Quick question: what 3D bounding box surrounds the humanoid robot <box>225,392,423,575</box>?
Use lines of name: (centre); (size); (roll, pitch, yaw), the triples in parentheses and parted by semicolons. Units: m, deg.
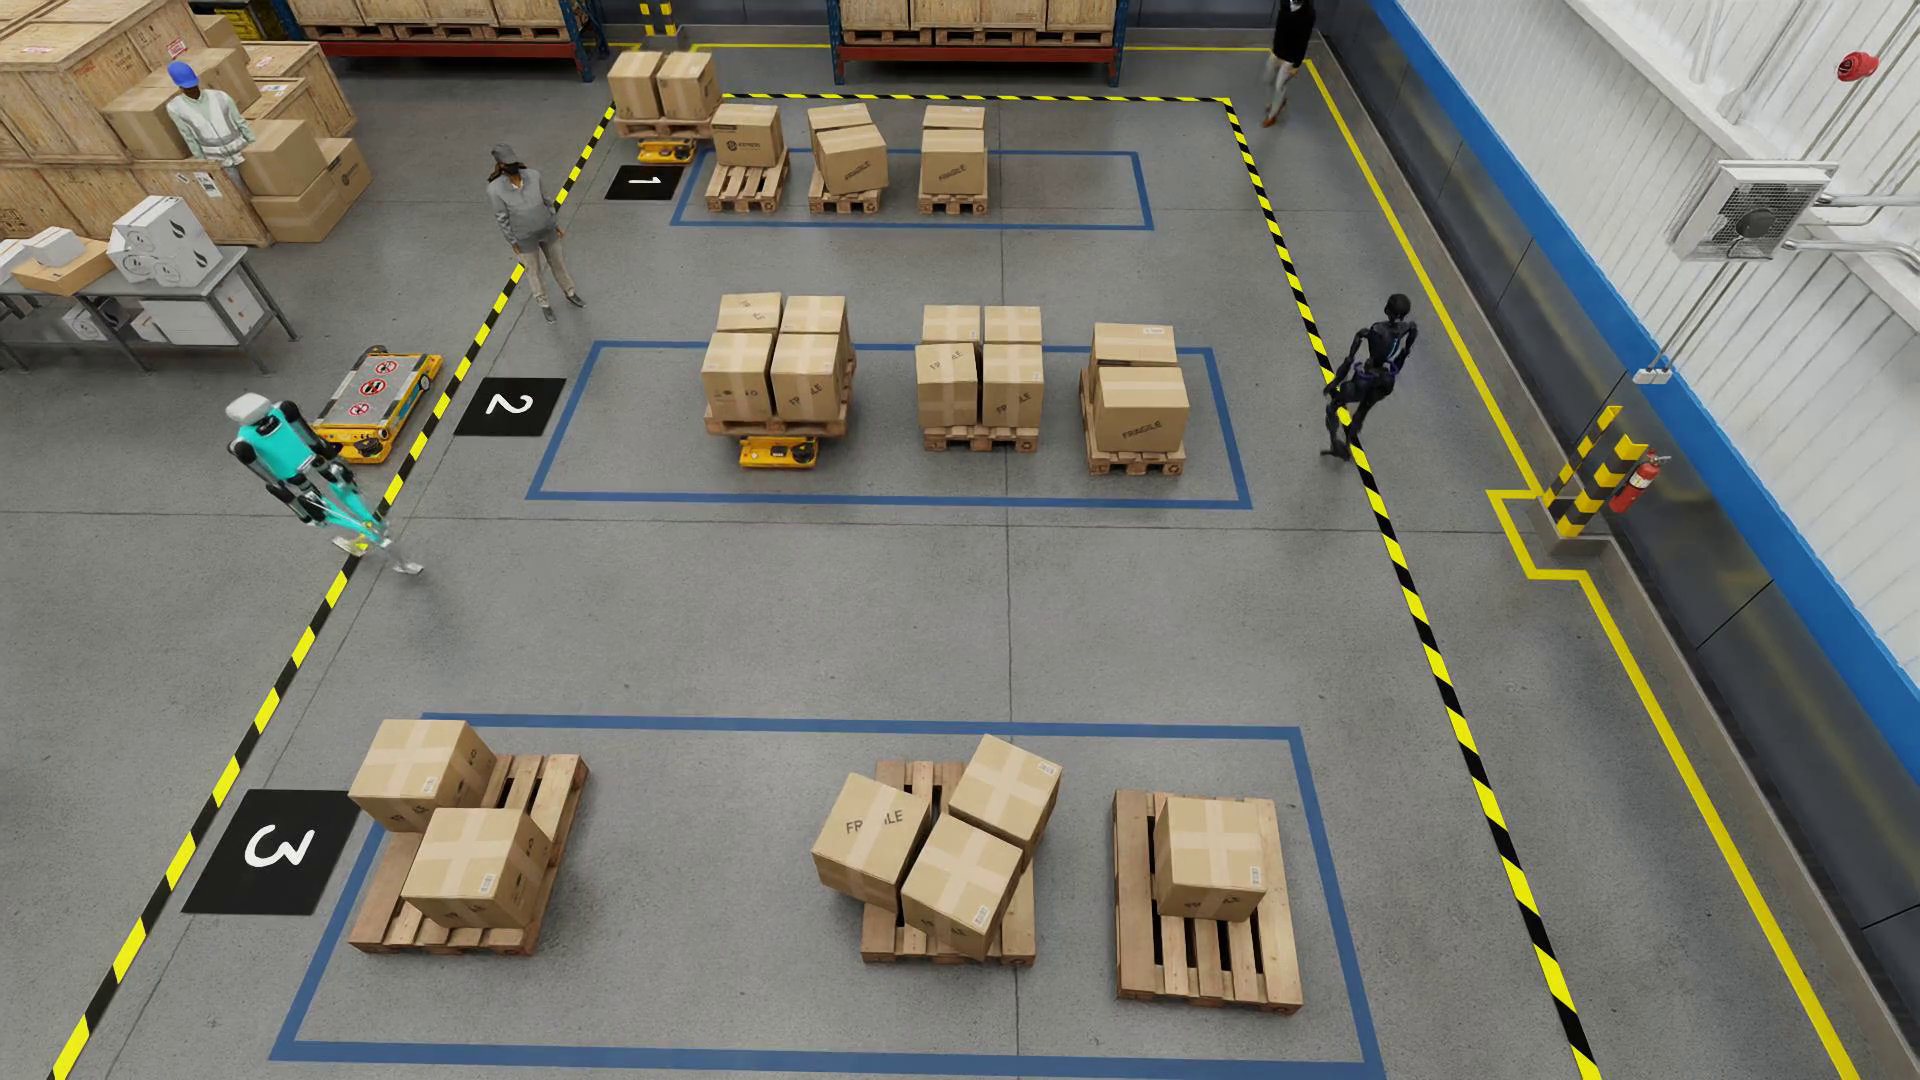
humanoid robot: (-4.496, -0.313, 6.670); (1.030, 1.725, 0.530); (12, 51, 10)

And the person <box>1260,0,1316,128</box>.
person: (4.126, -6.122, 11.519); (0.643, 1.840, 0.637); (-23, 53, -18)

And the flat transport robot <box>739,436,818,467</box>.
flat transport robot: (-1.582, -1.235, 8.394); (0.652, 0.197, 1.431); (1, 50, 1)

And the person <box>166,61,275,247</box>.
person: (-7.721, -4.068, 9.718); (0.604, 1.939, 0.412); (-32, 57, -24)

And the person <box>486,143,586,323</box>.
person: (-4.154, -2.990, 8.913); (0.395, 1.769, 0.564); (36, 58, 26)

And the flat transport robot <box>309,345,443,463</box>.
flat transport robot: (-5.383, -1.269, 8.441); (0.659, 0.231, 1.431); (1, 50, 1)

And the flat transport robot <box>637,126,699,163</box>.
flat transport robot: (-3.686, -5.306, 11.838); (0.652, 0.197, 1.431); (1, 50, 1)

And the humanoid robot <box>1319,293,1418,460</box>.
humanoid robot: (3.357, -1.322, 7.560); (0.601, 1.645, 0.349); (-7, 50, -6)
